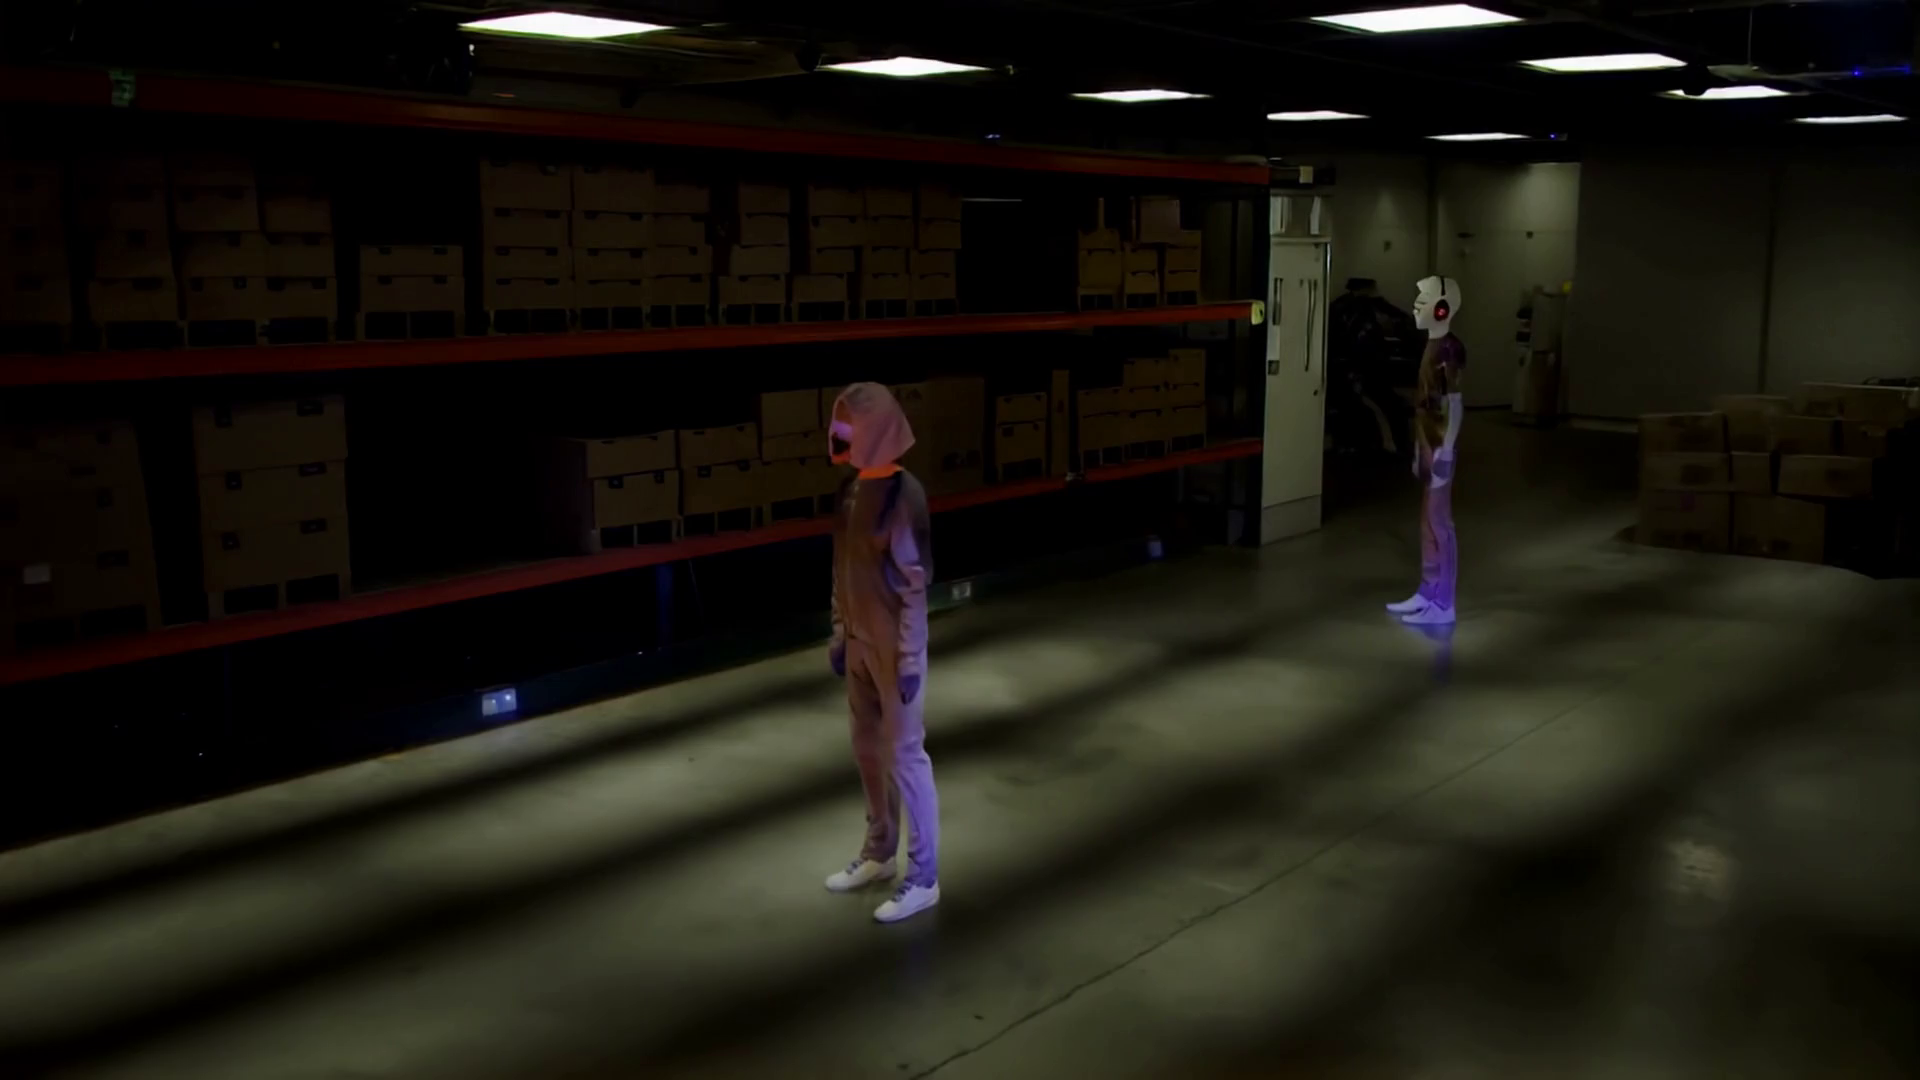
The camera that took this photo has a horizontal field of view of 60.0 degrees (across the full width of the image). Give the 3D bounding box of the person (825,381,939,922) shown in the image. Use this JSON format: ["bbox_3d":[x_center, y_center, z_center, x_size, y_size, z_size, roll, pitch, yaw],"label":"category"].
[{"bbox_3d":[-0.249,0.331,5.061,0.288,1.626,0.497,-6,12,-31],"label":"person"}]

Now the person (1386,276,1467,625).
[{"bbox_3d":[2.538,-0.475,8.948,0.326,1.874,0.518,0,10,1],"label":"person"}]
